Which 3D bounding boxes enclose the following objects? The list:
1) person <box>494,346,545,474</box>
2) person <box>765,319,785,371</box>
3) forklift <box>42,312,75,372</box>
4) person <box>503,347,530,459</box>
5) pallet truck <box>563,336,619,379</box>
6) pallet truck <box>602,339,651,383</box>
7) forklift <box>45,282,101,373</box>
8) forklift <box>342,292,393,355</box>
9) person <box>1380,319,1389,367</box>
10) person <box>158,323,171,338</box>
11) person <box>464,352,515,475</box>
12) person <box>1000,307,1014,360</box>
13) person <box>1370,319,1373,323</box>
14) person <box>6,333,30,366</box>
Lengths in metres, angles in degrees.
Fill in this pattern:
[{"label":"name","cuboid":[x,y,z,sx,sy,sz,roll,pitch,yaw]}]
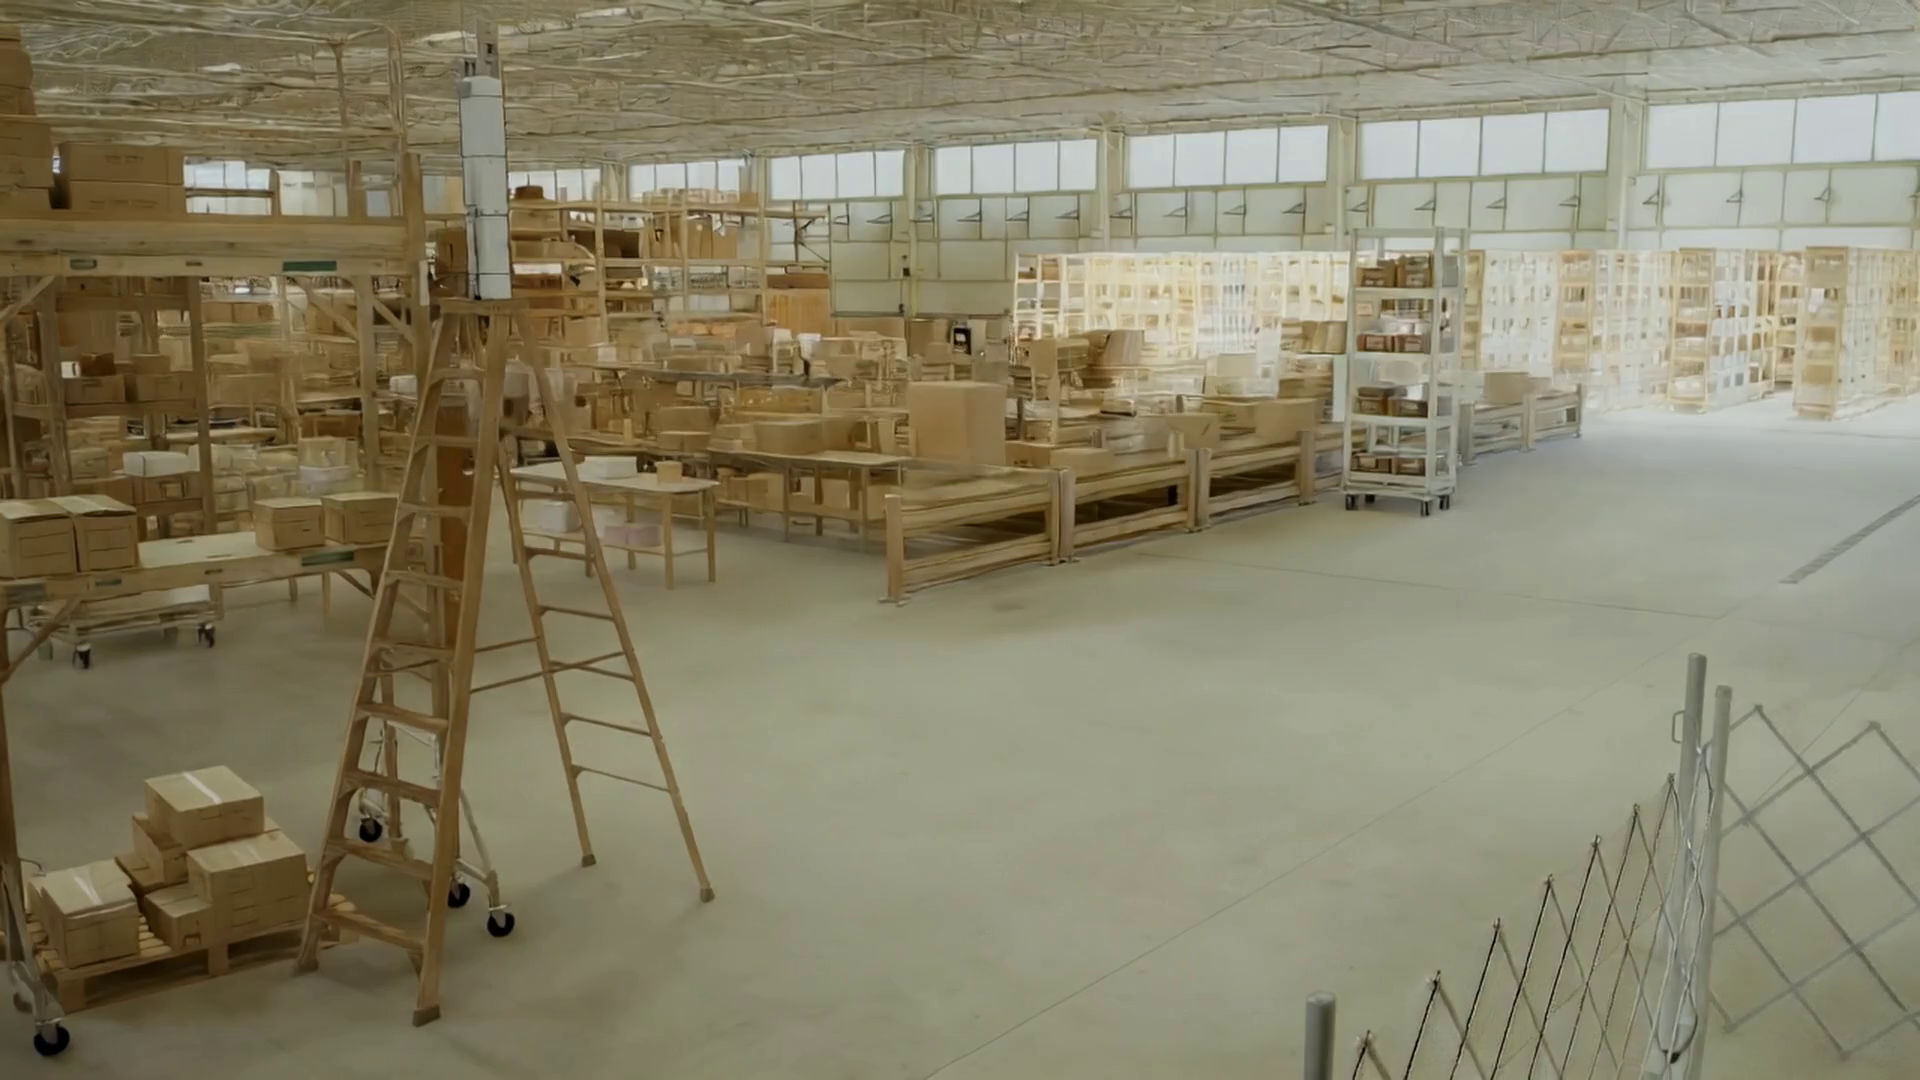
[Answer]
[{"label":"person","cuboid":[-6.688,-1.937,24.870,0.928,2.008,0.611,-7,12,-39]},{"label":"person","cuboid":[-5.399,-5.629,48.769,0.540,1.708,0.923,-9,13,-43]},{"label":"forklift","cuboid":[-23.779,-5.451,44.052,1.873,2.768,1.129,7,11,36]},{"label":"person","cuboid":[-7.363,-2.254,27.359,0.590,1.833,0.404,-4,10,-25]},{"label":"pallet truck","cuboid":[-10.690,-5.294,48.215,1.601,1.201,0.680,-5,10,-26]},{"label":"pallet truck","cuboid":[-8.991,-4.871,45.351,0.653,1.274,1.630,7,11,37]},{"label":"forklift","cuboid":[-22.618,-5.296,43.082,1.873,2.768,1.129,0,9,0]},{"label":"forklift","cuboid":[-16.485,-5.622,45.120,1.129,2.768,1.873,7,11,37]},{"label":"person","cuboid":[12.670,-5.826,49.852,0.982,1.785,0.578,-5,10,-29]},{"label":"person","cuboid":[-21.451,-4.988,44.762,0.547,1.711,0.899,5,11,30]},{"label":"person","cuboid":[-7.190,-1.922,25.228,0.669,1.836,1.014,3,10,20]},{"label":"person","cuboid":[1.446,-6.406,52.812,0.477,1.977,0.632,5,10,30]},{"label":"person","cuboid":[12.120,-5.660,48.758,0.604,1.783,0.931,-8,12,-42]},{"label":"person","cuboid":[-23.118,-4.289,40.770,0.500,1.601,0.758,-8,12,-40]}]
